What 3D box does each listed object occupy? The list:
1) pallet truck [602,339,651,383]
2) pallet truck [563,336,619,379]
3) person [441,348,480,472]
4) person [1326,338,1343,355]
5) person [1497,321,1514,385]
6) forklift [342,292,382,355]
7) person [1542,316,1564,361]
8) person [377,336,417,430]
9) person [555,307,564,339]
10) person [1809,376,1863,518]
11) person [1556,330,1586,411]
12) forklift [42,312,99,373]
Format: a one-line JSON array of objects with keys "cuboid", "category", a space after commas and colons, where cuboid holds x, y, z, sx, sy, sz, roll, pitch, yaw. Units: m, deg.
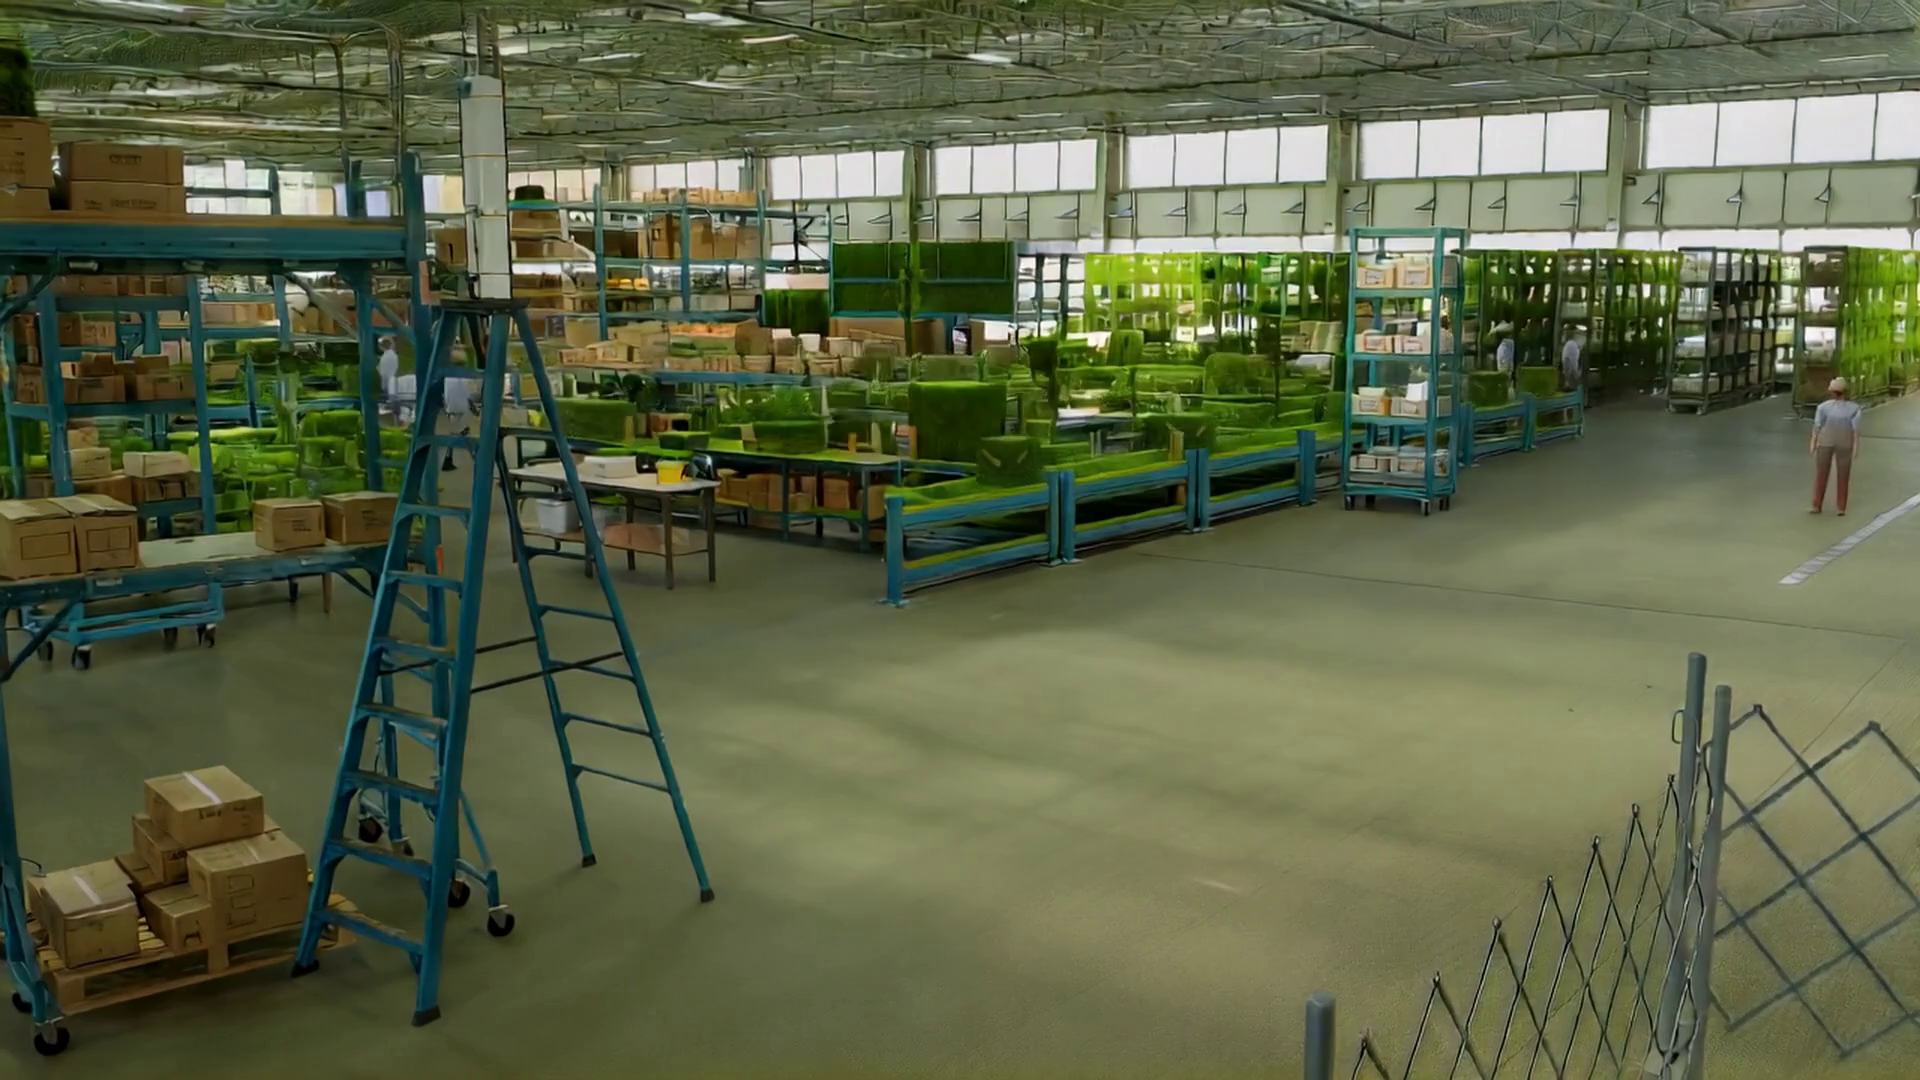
[{"cuboid": [-8.991, -4.871, 45.351, 0.653, 1.274, 1.630, 7, 11, 37], "category": "pallet truck"}, {"cuboid": [-10.690, -5.294, 48.215, 1.601, 1.201, 0.680, -5, 10, -26], "category": "pallet truck"}, {"cuboid": [-7.627, -2.009, 25.653, 0.957, 1.892, 0.570, -6, 11, -34], "category": "person"}, {"cuboid": [9.030, -4.306, 40.200, 0.421, 1.818, 0.619, 4, 10, 26], "category": "person"}, {"cuboid": [11.306, -3.518, 34.596, 0.375, 2.044, 0.605, 3, 9, 16], "category": "person"}, {"cuboid": [-16.485, -5.622, 45.120, 1.129, 2.768, 1.873, 7, 11, 37], "category": "forklift"}, {"cuboid": [16.600, -5.384, 46.544, 0.621, 1.957, 0.972, 4, 10, 22], "category": "person"}, {"cuboid": [-10.896, -3.000, 31.945, 0.928, 1.857, 0.649, -3, 10, -17], "category": "person"}, {"cuboid": [-15.193, -7.966, 63.232, 0.372, 1.751, 0.546, -8, 12, -40], "category": "person"}, {"cuboid": [10.932, -1.161, 20.750, 0.526, 1.765, 0.329, 7, 11, 37], "category": "person"}, {"cuboid": [13.405, -3.739, 36.742, 0.987, 1.789, 0.589, 6, 11, 35], "category": "person"}, {"cuboid": [-23.779, -5.451, 44.052, 1.873, 2.768, 1.129, 7, 11, 36], "category": "forklift"}]
